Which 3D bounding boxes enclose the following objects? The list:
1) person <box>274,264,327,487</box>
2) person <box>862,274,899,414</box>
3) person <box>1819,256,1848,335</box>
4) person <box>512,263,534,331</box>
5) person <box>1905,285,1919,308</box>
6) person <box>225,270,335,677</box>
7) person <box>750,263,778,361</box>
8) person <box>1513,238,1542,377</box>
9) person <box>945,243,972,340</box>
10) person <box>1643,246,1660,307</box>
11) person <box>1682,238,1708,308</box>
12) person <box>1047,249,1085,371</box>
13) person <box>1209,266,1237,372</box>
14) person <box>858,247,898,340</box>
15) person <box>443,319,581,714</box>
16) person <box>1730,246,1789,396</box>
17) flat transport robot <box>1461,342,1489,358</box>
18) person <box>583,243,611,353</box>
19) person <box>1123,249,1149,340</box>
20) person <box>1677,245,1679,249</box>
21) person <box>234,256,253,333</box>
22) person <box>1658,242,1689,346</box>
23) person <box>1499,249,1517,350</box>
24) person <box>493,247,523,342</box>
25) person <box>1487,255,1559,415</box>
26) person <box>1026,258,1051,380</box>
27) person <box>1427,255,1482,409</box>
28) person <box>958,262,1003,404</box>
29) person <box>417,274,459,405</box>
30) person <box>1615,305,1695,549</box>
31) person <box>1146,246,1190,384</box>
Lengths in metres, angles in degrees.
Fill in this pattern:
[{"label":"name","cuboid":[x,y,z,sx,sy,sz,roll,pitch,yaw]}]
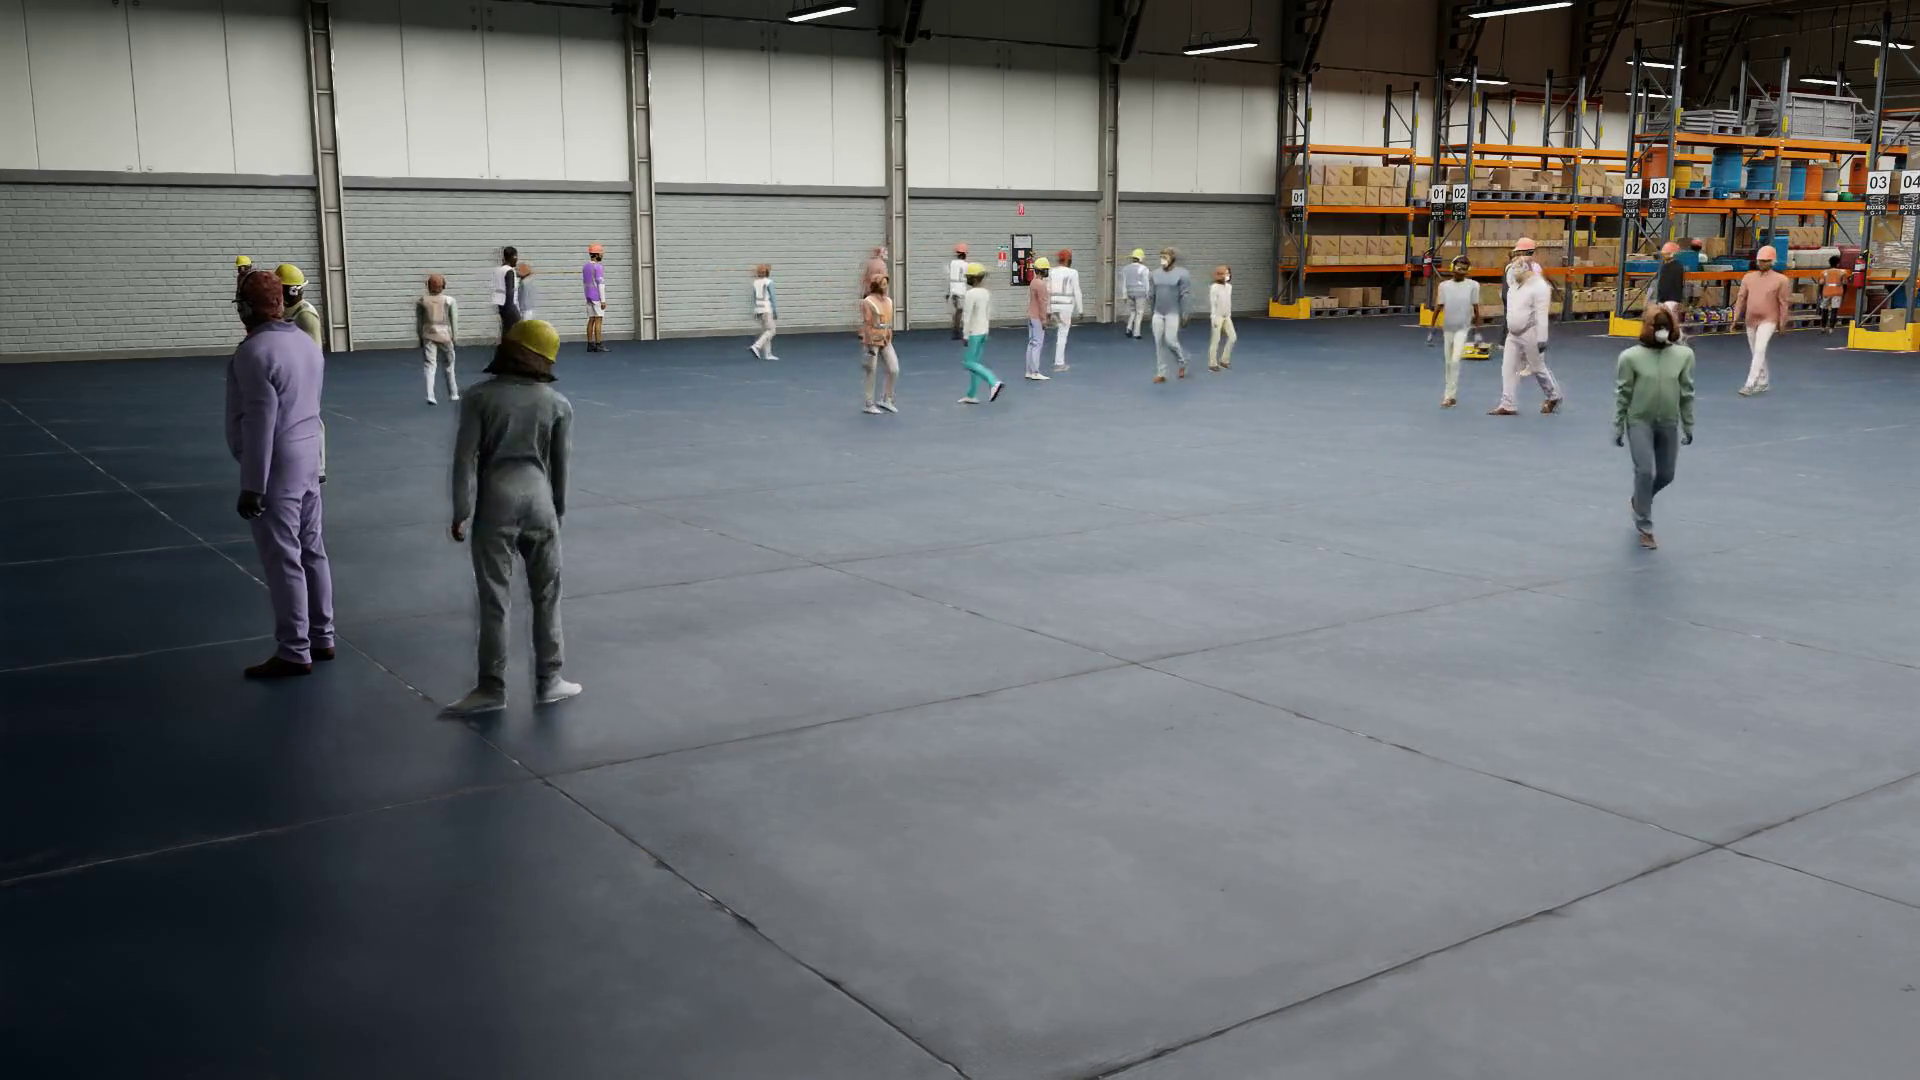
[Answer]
[{"label":"person","cuboid":[-5.440,-1.337,13.653,0.404,1.834,0.592,-9,14,-40]},{"label":"person","cuboid":[-0.930,-2.266,19.301,0.489,1.625,0.512,9,13,40]},{"label":"person","cuboid":[18.452,-5.171,35.178,0.537,1.649,0.885,6,12,30]},{"label":"person","cuboid":[-7.389,-3.855,28.025,0.455,1.614,0.531,-4,11,-19]},{"label":"person","cuboid":[20.669,-5.384,35.872,0.587,1.822,0.479,9,14,42]},{"label":"person","cuboid":[-3.232,-0.311,7.838,0.401,1.904,0.650,1,10,4]},{"label":"person","cuboid":[-3.254,-3.773,27.562,0.522,1.624,0.533,-8,13,-39]},{"label":"person","cuboid":[8.290,-3.420,24.503,0.391,2.041,0.615,-2,11,-11]},{"label":"person","cuboid":[0.020,-4.972,33.346,0.589,1.914,0.587,9,13,39]},{"label":"person","cuboid":[15.276,-5.533,36.600,0.733,1.849,0.551,-8,13,-37]},{"label":"person","cuboid":[17.379,-6.137,39.445,0.623,2.022,0.706,10,14,43]},{"label":"person","cuboid":[1.638,-3.539,25.653,0.622,1.865,0.598,-9,14,-40]},{"label":"person","cuboid":[4.025,-3.363,25.360,0.523,1.614,0.517,-10,14,-43]},{"label":"person","cuboid":[-1.640,-4.931,33.312,0.976,1.857,0.671,-4,11,-22]},{"label":"person","cuboid":[-2.012,-0.105,7.282,0.655,1.697,0.352,-6,12,-29]},{"label":"person","cuboid":[10.481,-2.867,21.771,1.043,1.945,0.616,-8,13,-36]},{"label":"flat transport robot","cuboid":[8.718,-3.255,28.454,0.652,0.197,1.431,3,11,17]},{"label":"person","cuboid":[-6.490,-4.317,29.713,0.368,1.933,0.552,-10,14,-43]},{"label":"person","cuboid":[3.554,-4.881,33.134,0.429,1.818,0.597,-9,14,-41]},{"label":"person","cuboid":[16.282,-5.856,38.291,0.924,1.890,0.603,-9,14,-42]},{"label":"person","cuboid":[-11.308,-3.631,26.444,0.332,1.761,0.522,-9,14,-42]},{"label":"person","cuboid":[12.329,-4.168,28.795,0.725,1.975,0.631,-2,10,-8]},{"label":"person","cuboid":[9.944,-4.319,29.976,0.328,1.842,0.515,-1,10,-4]},{"label":"person","cuboid":[-7.283,-3.785,26.914,0.491,1.897,0.591,-7,12,-33]},{"label":"person","cuboid":[6.610,-2.370,19.284,0.951,1.861,0.664,-5,11,-25]},{"label":"person","cuboid":[1.152,-3.194,24.055,0.343,1.758,0.519,-3,11,-15]},{"label":"person","cuboid":[5.895,-2.479,19.918,0.606,1.829,0.822,8,13,36]},{"label":"person","cuboid":[0.241,-2.526,20.399,0.583,1.745,0.534,5,12,27]},{"label":"person","cuboid":[-6.460,-2.480,20.578,0.529,1.595,0.847,0,10,-1]},{"label":"person","cuboid":[4.642,-0.776,11.181,0.509,1.610,0.629,0,10,3]},{"label":"person","cuboid":[2.931,-3.152,23.382,0.634,1.926,0.496,8,13,38]}]
